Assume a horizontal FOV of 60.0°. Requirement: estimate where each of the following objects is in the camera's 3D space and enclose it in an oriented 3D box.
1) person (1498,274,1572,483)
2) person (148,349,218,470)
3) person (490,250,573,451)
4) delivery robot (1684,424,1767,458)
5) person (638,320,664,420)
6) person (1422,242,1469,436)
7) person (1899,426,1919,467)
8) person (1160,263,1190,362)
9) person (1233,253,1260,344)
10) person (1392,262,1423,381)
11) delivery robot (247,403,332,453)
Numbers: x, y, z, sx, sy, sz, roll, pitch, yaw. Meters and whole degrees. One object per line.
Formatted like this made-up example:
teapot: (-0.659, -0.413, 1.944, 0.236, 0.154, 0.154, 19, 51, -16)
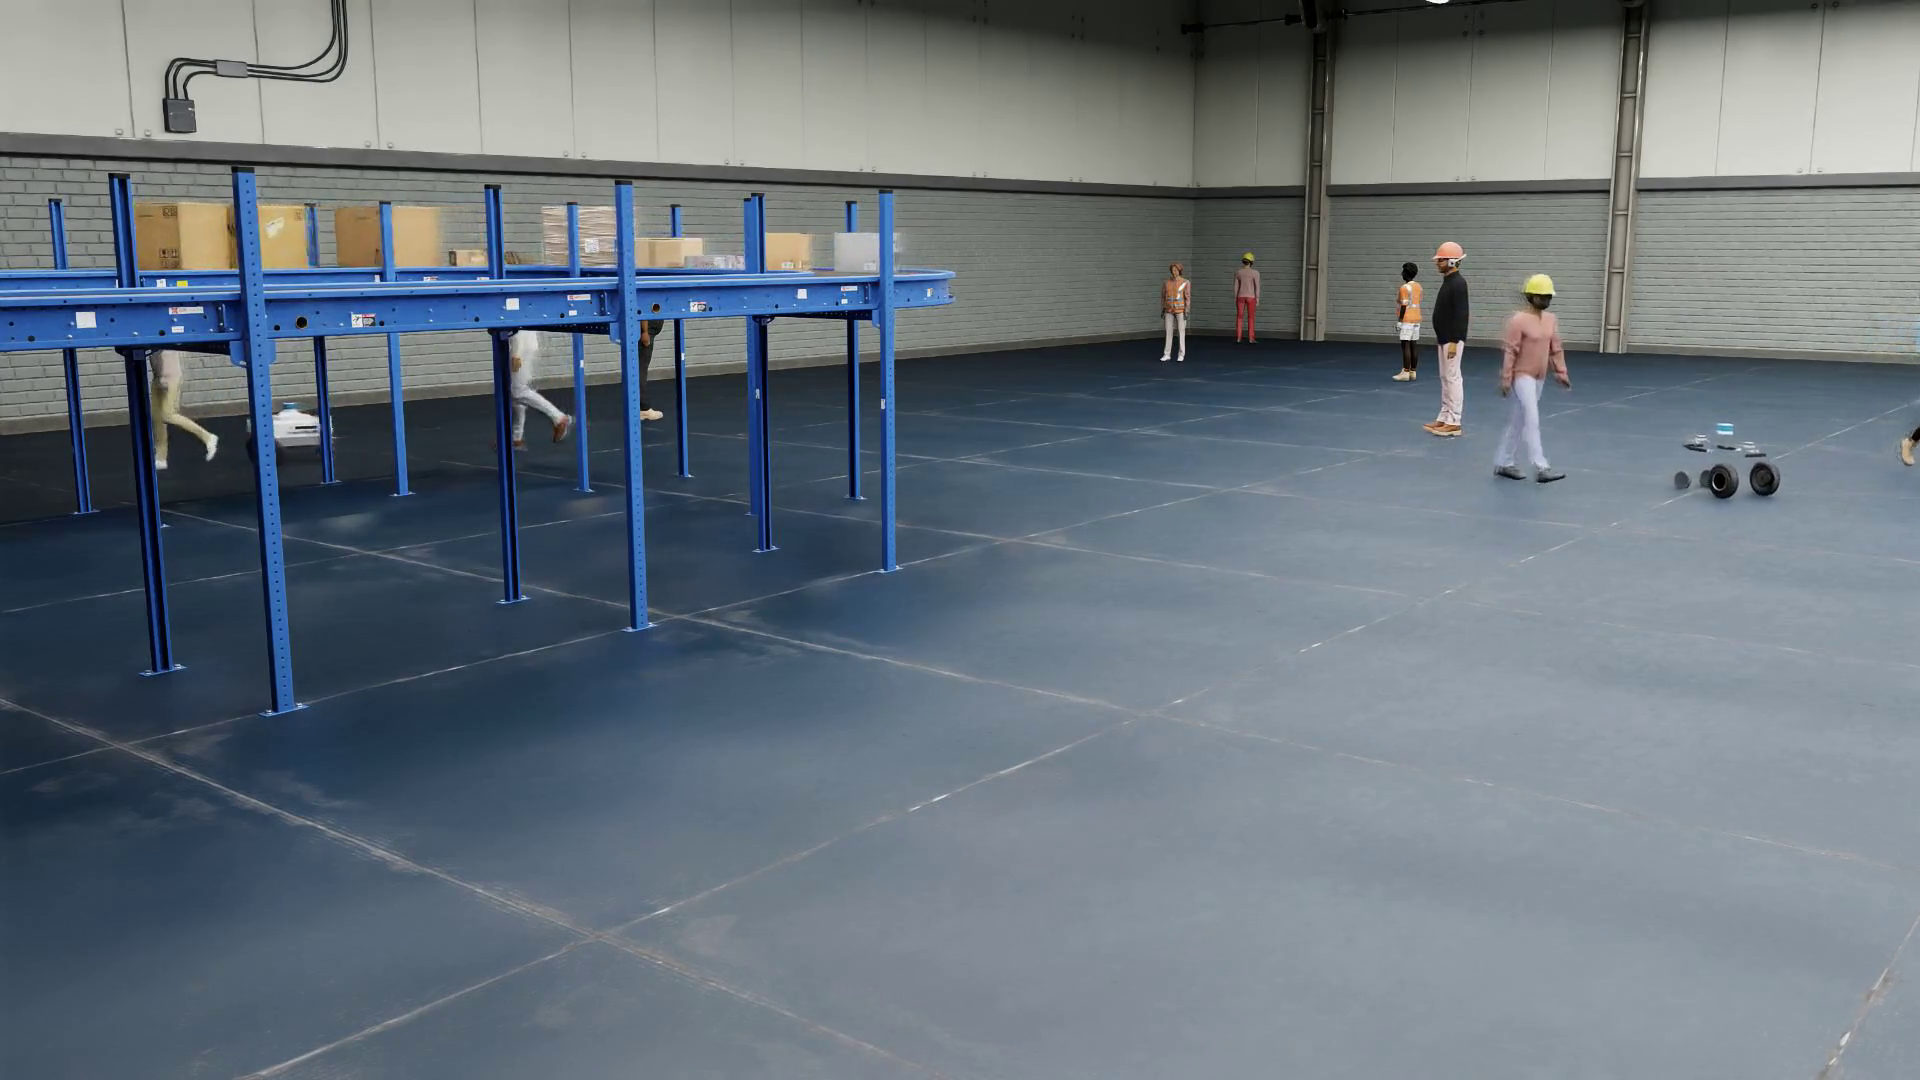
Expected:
person: (4.833, -1.333, 13.867, 0.543, 1.727, 0.876, -7, 12, -33)
person: (-6.979, -1.429, 14.700, 0.601, 1.614, 0.514, -8, 13, -37)
person: (-4.141, -1.800, 15.904, 0.688, 1.924, 0.654, -3, 11, -17)
delivery robot: (6.168, -0.820, 13.399, 0.335, 0.223, 0.698, -3, 11, -19)
person: (-3.644, -2.389, 18.954, 0.538, 2.000, 0.684, -6, 12, -30)
person: (5.086, -2.096, 17.337, 0.393, 1.995, 0.612, 1, 10, 4)
person: (8.527, -1.381, 14.252, 0.530, 1.674, 0.737, -3, 11, -17)
person: (3.595, -3.805, 27.796, 0.511, 1.640, 0.308, 6, 12, 30)
person: (5.610, -4.721, 32.520, 0.533, 1.768, 0.310, 5, 11, 26)
person: (6.470, -3.153, 24.024, 0.319, 1.697, 0.533, 9, 13, 40)
delivery robot: (-6.100, -1.006, 15.150, 0.707, 0.478, 0.477, -5, 11, -25)
